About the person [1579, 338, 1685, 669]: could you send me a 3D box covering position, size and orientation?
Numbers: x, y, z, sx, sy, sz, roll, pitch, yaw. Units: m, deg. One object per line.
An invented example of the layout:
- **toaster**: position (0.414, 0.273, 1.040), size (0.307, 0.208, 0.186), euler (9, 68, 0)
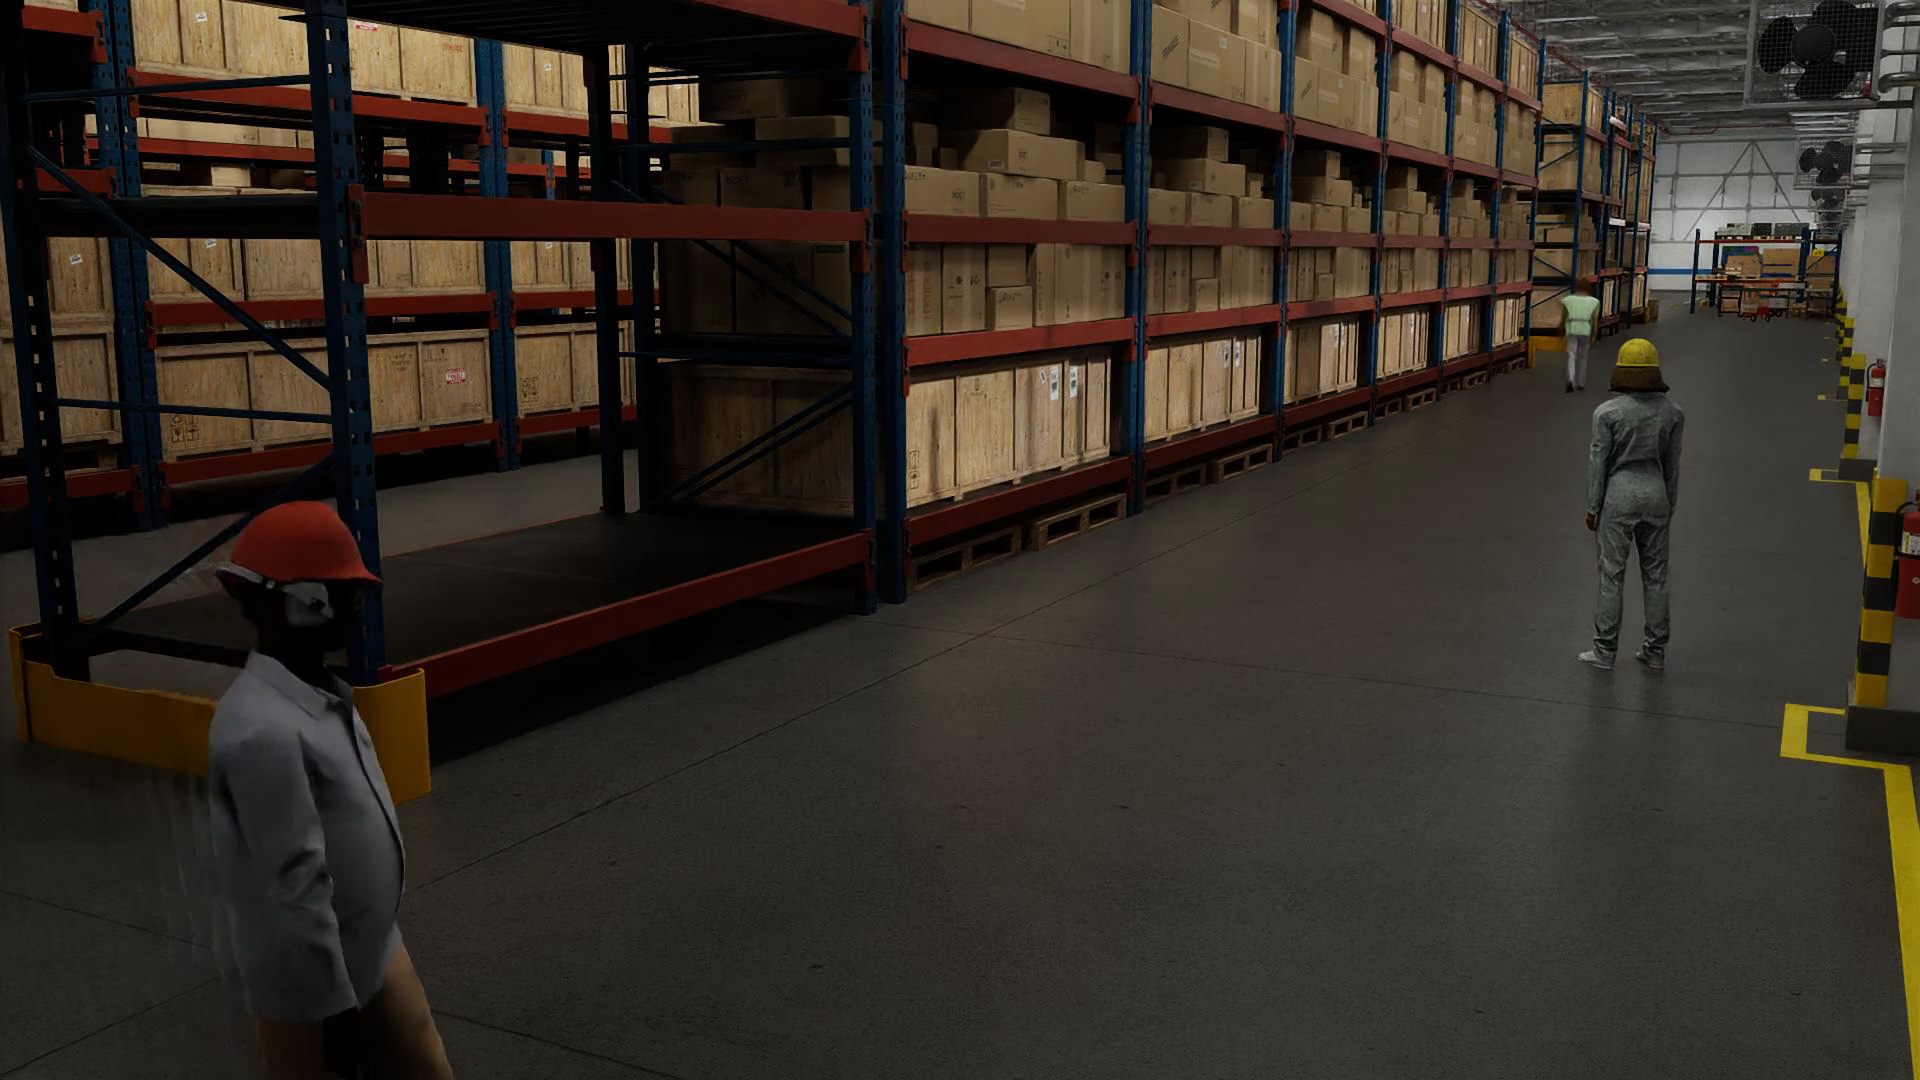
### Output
- **person**: position (3.528, -0.187, 8.755), size (0.482, 1.735, 0.340), euler (-1, 10, -4)

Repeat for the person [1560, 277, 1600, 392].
- **person**: position (9.725, -3.220, 26.123), size (0.563, 1.802, 0.953), euler (4, 10, 20)

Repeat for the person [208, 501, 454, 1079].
- **person**: position (-1.255, 0.782, 3.203), size (0.762, 1.710, 0.568), euler (-1, 10, -4)
